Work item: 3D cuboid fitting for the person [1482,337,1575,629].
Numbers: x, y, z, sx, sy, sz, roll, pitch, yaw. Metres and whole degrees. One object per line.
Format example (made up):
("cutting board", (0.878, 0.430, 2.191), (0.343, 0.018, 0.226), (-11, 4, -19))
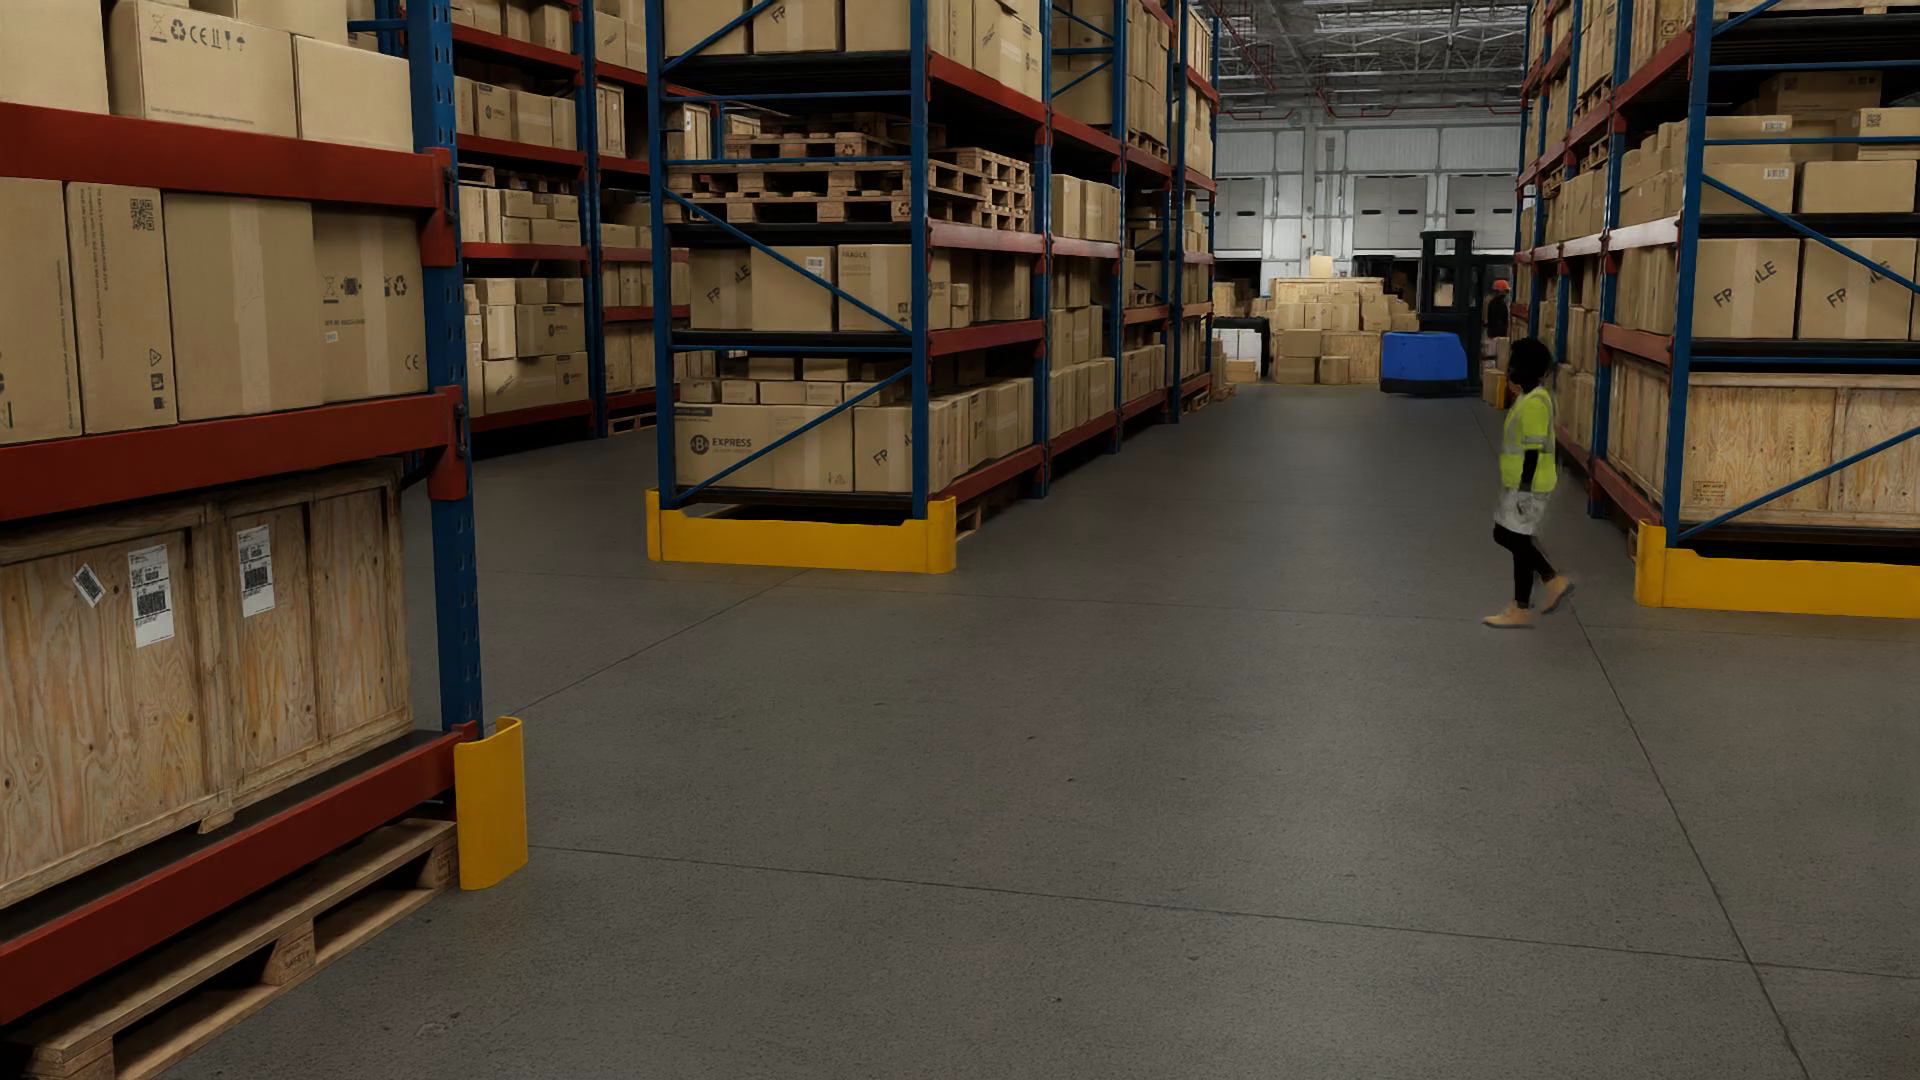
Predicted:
("person", (3.279, -0.317, 9.544), (0.427, 1.684, 0.550), (2, 9, 14))

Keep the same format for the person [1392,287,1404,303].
("person", (9.666, -4.695, 36.917), (0.430, 1.837, 0.620), (-1, 9, -6))

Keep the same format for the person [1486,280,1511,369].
("person", (9.704, -3.685, 29.987), (0.378, 1.995, 0.612), (-1, 9, -7))

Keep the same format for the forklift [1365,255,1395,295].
("forklift", (14.311, -8.354, 56.850), (1.129, 2.768, 1.873), (-2, 9, -11))

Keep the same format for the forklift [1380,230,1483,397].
("forklift", (8.263, -3.887, 28.469), (1.873, 2.768, 1.129), (-5, 10, -30))

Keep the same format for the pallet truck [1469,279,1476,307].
("pallet truck", (18.896, -8.459, 60.307), (1.885, 1.965, 0.823), (5, 10, 31))
